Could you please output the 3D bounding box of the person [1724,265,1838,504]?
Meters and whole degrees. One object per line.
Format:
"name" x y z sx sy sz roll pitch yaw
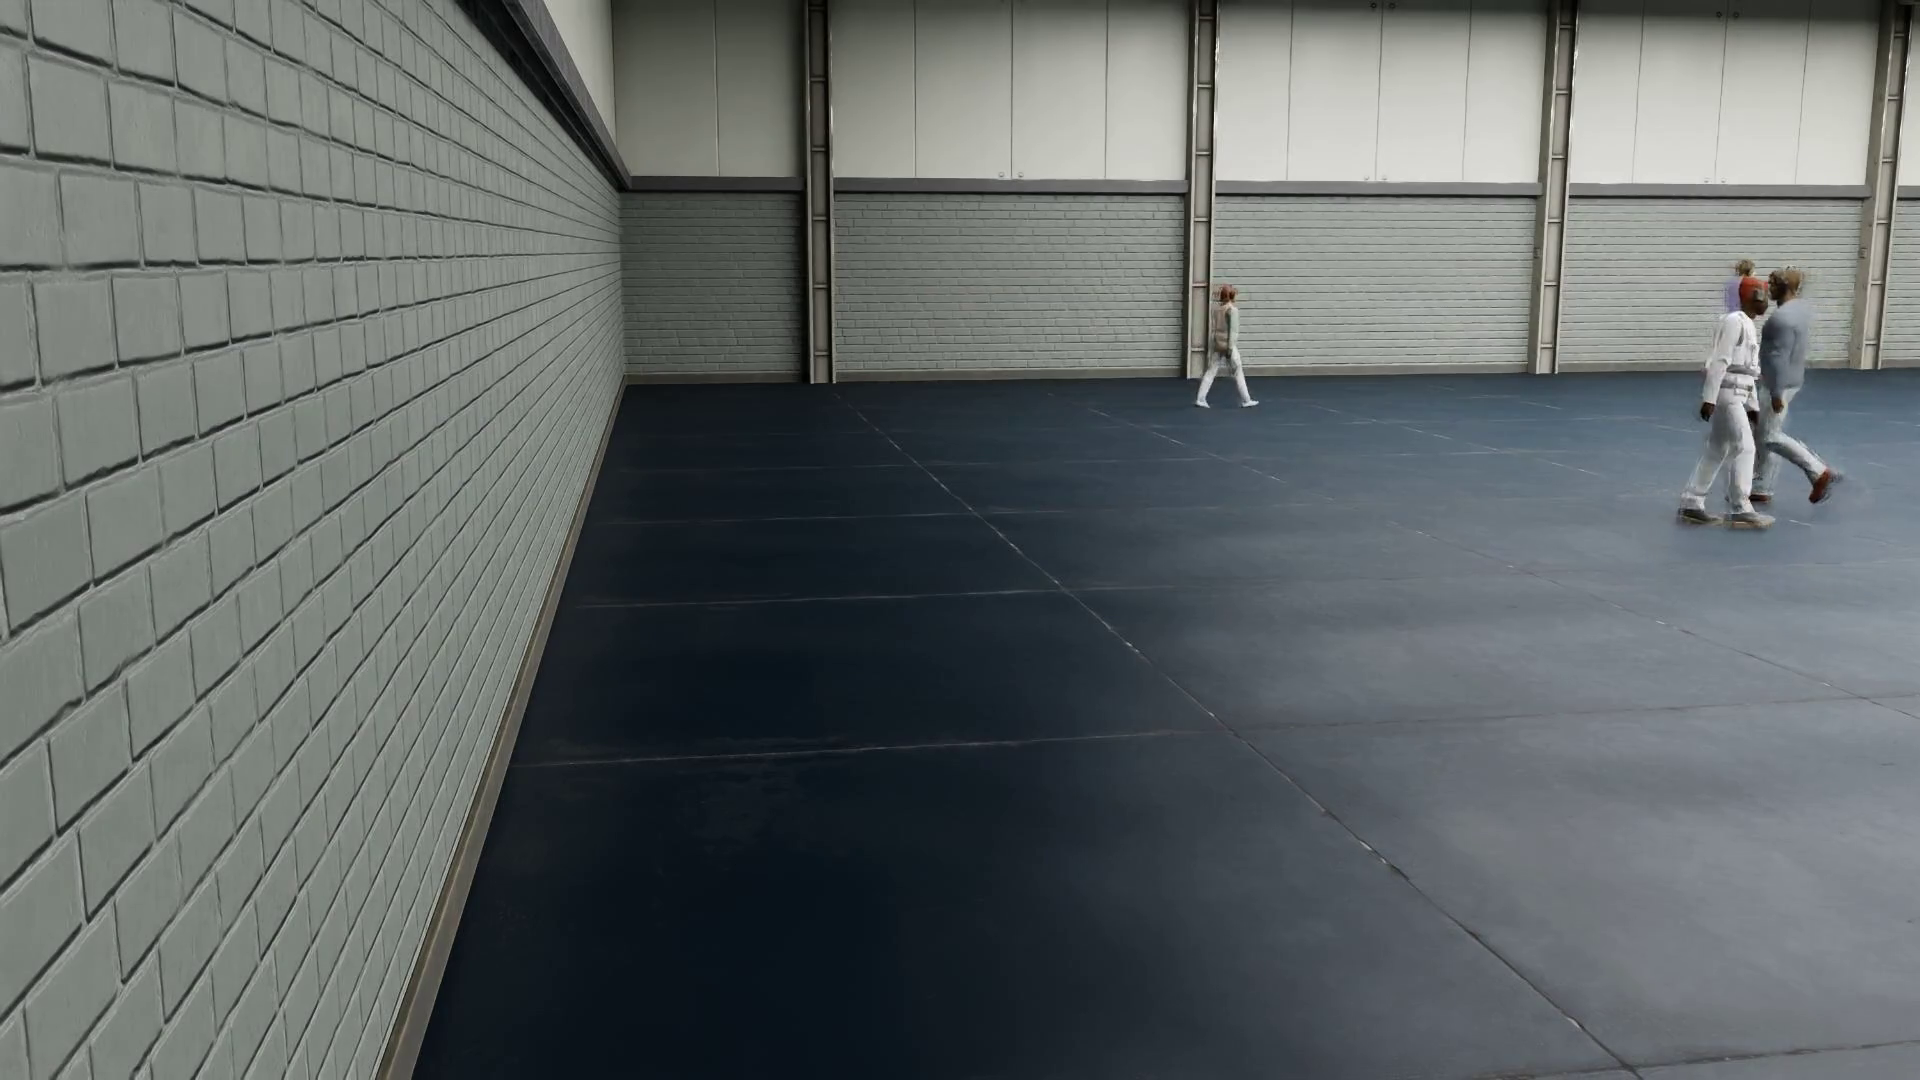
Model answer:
"person" 6.525 -1.197 13.096 0.738 1.919 0.633 7 12 34

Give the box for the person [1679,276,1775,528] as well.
"person" 5.729 -1.007 12.229 0.733 1.832 0.659 5 11 28

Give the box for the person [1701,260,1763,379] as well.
"person" 12.326 -3.483 26.365 1.034 1.894 0.635 0 10 -2

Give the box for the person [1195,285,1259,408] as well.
"person" 3.420 -2.483 21.434 0.877 1.594 0.517 -5 11 -28
